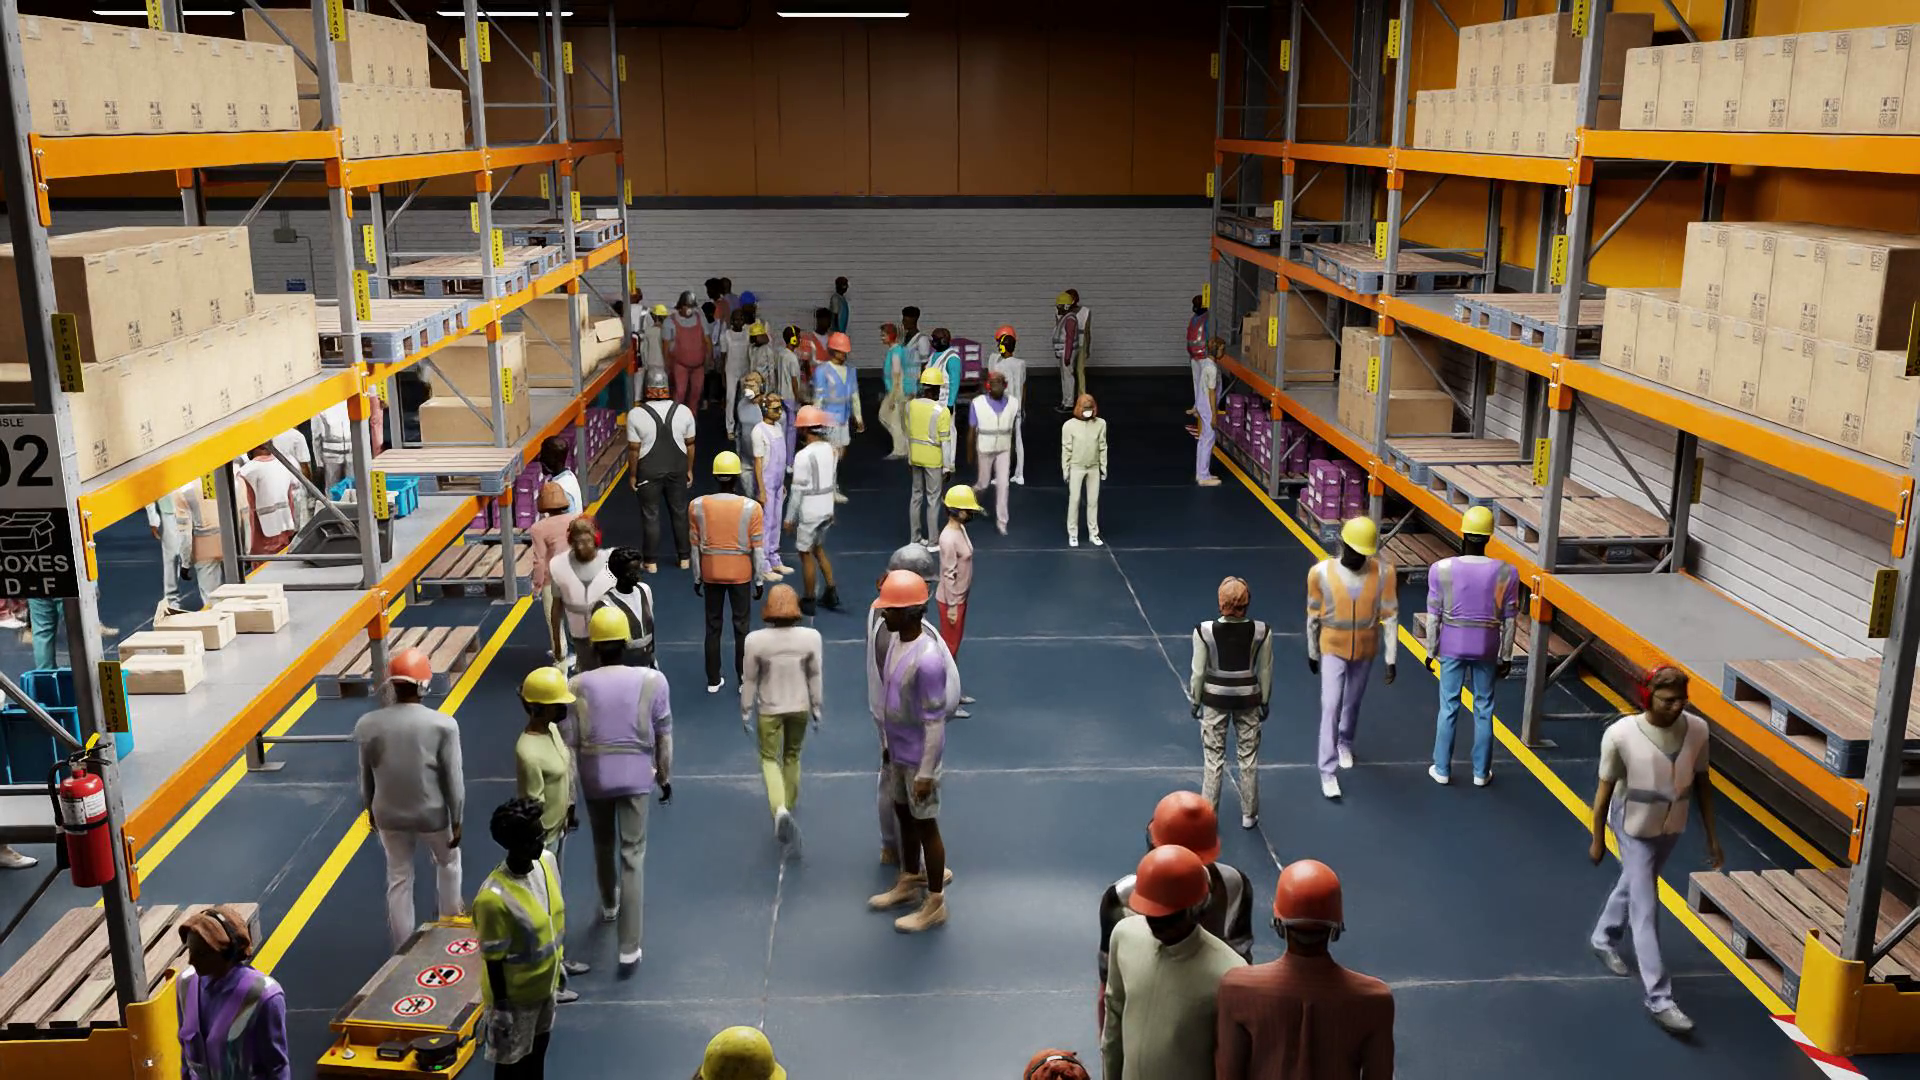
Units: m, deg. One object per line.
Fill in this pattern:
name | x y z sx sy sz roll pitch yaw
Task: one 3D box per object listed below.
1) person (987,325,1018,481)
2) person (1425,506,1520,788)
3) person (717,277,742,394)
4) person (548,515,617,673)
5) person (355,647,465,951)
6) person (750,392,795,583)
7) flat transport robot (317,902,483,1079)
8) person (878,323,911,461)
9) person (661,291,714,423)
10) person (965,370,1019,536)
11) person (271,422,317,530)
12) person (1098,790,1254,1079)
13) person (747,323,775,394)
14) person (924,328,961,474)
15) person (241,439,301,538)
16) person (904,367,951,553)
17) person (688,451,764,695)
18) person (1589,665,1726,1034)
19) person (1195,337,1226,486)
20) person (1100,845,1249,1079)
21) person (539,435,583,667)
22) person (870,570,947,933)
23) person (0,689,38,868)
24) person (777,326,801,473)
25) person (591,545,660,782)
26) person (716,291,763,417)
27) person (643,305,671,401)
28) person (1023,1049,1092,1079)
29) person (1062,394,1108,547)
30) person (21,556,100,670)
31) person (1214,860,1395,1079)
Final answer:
person | 0.537 -1.686 20.567 0.387 1.929 0.544 -5 15 -20
person | 3.401 0.720 11.119 0.587 1.927 0.362 3 15 12
person | -3.706 -3.245 26.682 0.380 1.932 0.626 8 16 27
person | -2.550 0.645 11.697 0.592 1.799 0.864 0 14 1
person | -2.876 1.405 8.813 0.581 1.724 0.661 0 14 -1
person | -1.831 -0.520 16.149 0.338 1.845 0.514 4 15 17
flat transport robot | -2.597 2.250 8.414 0.652 0.197 1.431 2 14 7
person | -0.862 -1.919 21.674 0.458 1.821 0.607 -2 14 -7
person | -3.930 -2.606 23.948 0.698 2.000 0.659 -8 17 -30
person | 0.317 -0.986 18.085 0.595 1.805 0.793 -5 15 -18
person | -6.275 -0.440 15.784 0.517 1.874 0.328 10 17 34
person | 0.832 1.891 6.321 0.613 2.033 0.411 -4 15 -14
person | -2.690 -2.065 22.443 0.488 1.735 0.338 12 19 39
person | -0.238 -1.766 21.051 0.429 1.844 0.622 -8 16 -28
person | -6.035 -0.157 14.576 0.545 1.928 0.402 3 15 12
person | -0.316 -0.829 17.230 0.582 1.919 0.397 11 18 36
person | -1.804 0.261 12.951 0.581 1.919 0.397 0 14 2
person | 3.495 1.489 8.368 0.569 1.794 0.974 -4 15 -17
person | 3.052 -1.568 20.296 0.353 1.835 0.518 -1 14 -5
person | 0.743 2.006 5.957 0.618 1.985 0.405 13 19 41
person | -3.219 0.089 13.613 0.395 1.920 0.587 -5 15 -17
person | -0.287 1.157 9.174 0.388 2.041 0.614 -6 16 -23
person | -5.757 1.098 9.676 0.409 1.909 0.643 1 14 5
person | -2.137 -1.779 21.062 0.332 1.864 0.504 -8 16 -28
person | -2.222 0.849 11.089 0.323 1.688 0.530 8 16 29
person | -3.194 -2.778 24.910 1.020 1.883 0.631 -5 15 -19
person | -4.371 -2.540 24.240 0.528 1.765 0.328 10 17 34
person | 0.283 2.352 4.815 0.575 1.880 0.359 0 14 -1
person | 1.304 -0.733 17.433 0.505 1.624 0.288 -4 15 -16
person | -6.933 0.311 12.779 0.648 1.900 0.401 0 14 0
person | 1.180 2.048 5.768 0.612 1.996 0.376 2 14 8
